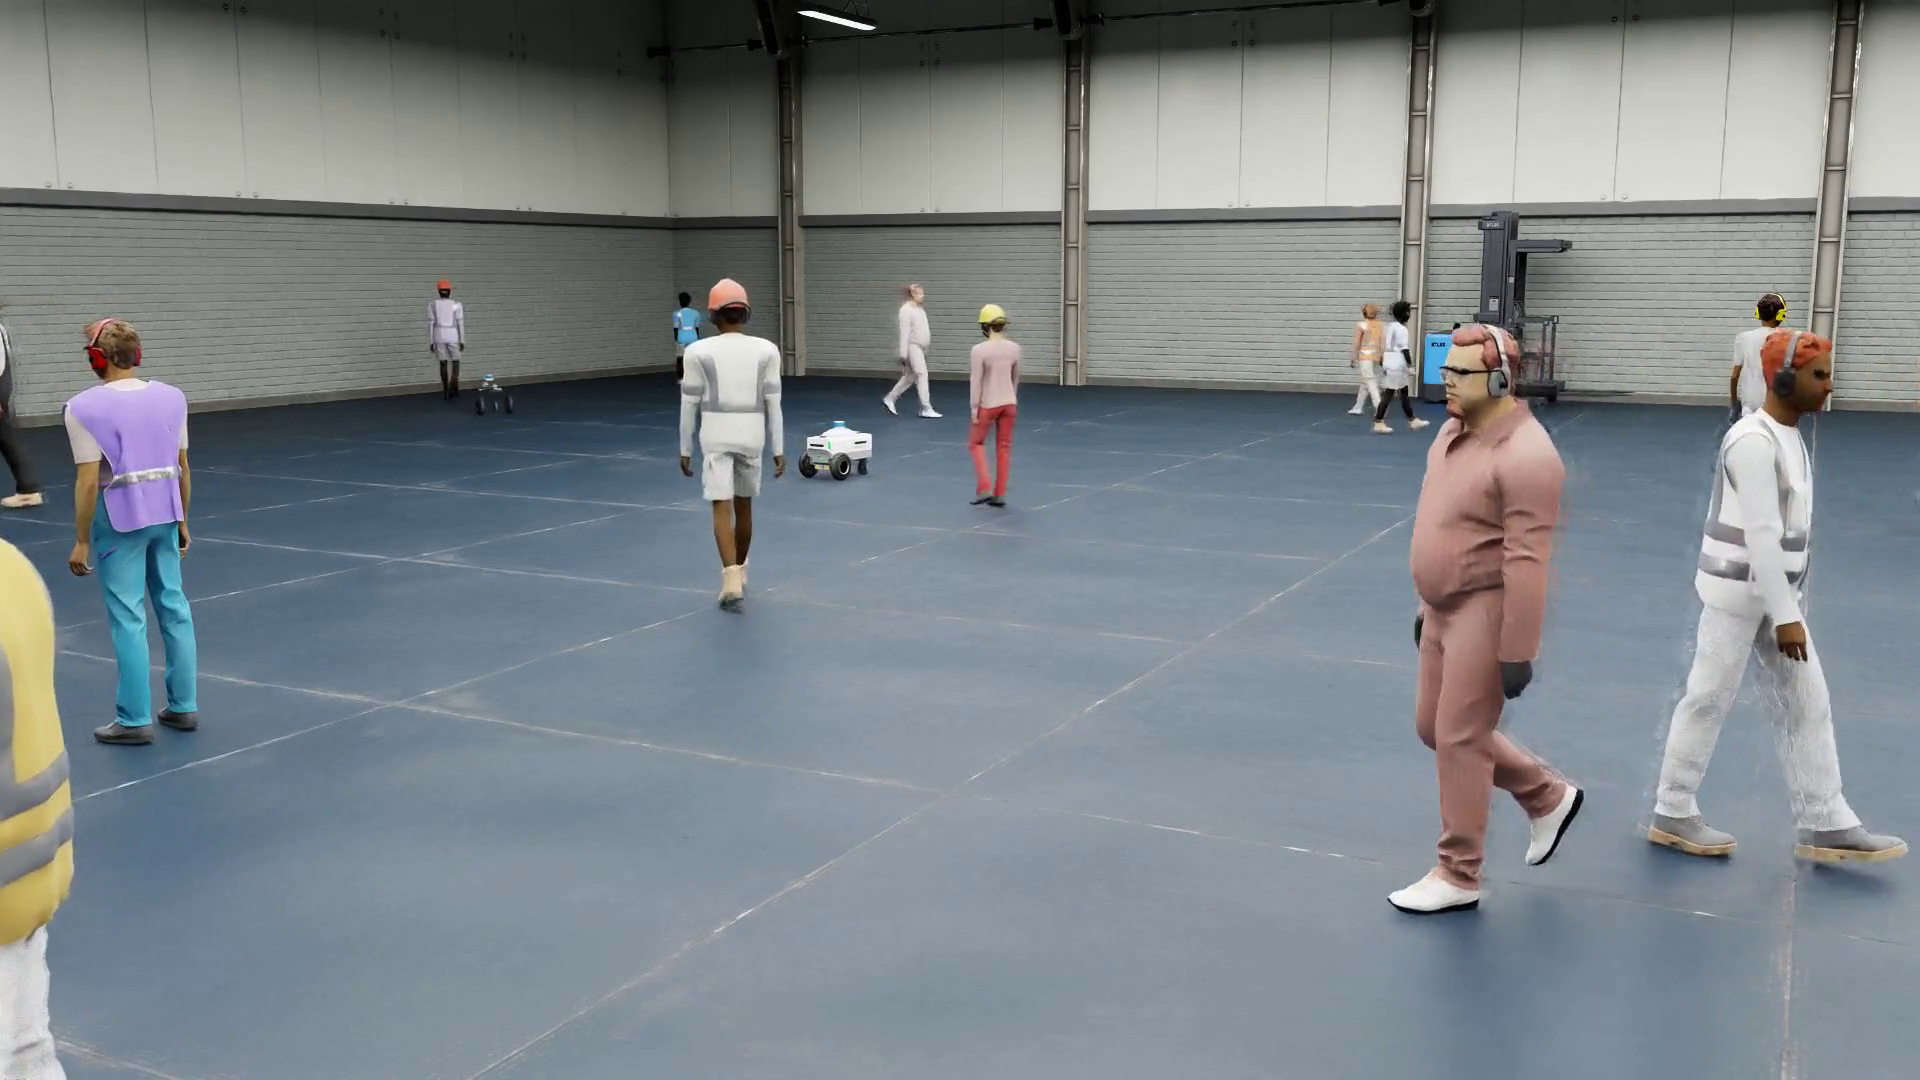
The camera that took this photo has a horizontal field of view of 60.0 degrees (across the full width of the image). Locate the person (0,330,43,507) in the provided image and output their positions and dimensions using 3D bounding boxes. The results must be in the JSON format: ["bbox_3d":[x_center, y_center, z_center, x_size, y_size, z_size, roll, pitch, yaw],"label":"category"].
[{"bbox_3d":[-8.469,-1.245,14.225,1.020,2.000,0.704,-4,10,-26],"label":"person"}]

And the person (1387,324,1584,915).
[{"bbox_3d":[1.726,0.251,5.344,0.638,1.884,0.657,-1,9,-6],"label":"person"}]

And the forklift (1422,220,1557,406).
[{"bbox_3d":[8.245,-3.527,25.720,1.873,2.768,1.129,5,10,27],"label":"forklift"}]

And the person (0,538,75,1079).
[{"bbox_3d":[-1.797,0.666,2.927,0.429,1.840,0.633,-2,10,-14],"label":"person"}]

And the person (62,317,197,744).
[{"bbox_3d":[-3.600,-0.042,7.263,0.388,1.849,0.564,5,10,27],"label":"person"}]

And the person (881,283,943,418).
[{"bbox_3d":[-0.690,-2.659,23.338,0.892,1.879,0.651,3,10,17],"label":"person"}]

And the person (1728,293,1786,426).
[{"bbox_3d":[6.548,-1.075,13.576,0.315,1.869,0.526,-9,13,-43],"label":"person"}]

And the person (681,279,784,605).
[{"bbox_3d":[-1.422,-0.618,10.361,0.624,2.007,0.946,-3,10,-20],"label":"person"}]

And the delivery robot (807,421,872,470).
[{"bbox_3d":[-1.202,-0.948,16.678,0.477,0.478,0.707,7,11,36],"label":"delivery robot"}]

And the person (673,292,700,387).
[{"bbox_3d":[-4.794,-3.530,29.312,0.534,1.676,0.760,-6,11,-31],"label":"person"}]

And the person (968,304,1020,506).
[{"bbox_3d":[0.290,-1.163,14.461,0.546,1.761,0.369,-6,11,-32],"label":"person"}]

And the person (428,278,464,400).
[{"bbox_3d":[-8.199,-3.208,26.558,0.542,1.925,0.465,-2,9,-12],"label":"person"}]

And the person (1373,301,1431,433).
[{"bbox_3d":[5.629,-2.180,21.031,0.834,1.662,0.546,0,9,1],"label":"person"}]

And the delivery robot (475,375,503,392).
[{"bbox_3d":[-6.812,-2.280,24.091,0.335,0.223,0.698,-5,11,-29],"label":"delivery robot"}]

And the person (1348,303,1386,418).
[{"bbox_3d":[5.772,-2.537,23.414,0.526,1.603,0.837,-5,11,-30],"label":"person"}]

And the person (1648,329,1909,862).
[{"bbox_3d":[2.840,0.223,5.662,0.912,1.844,0.579,9,13,43],"label":"person"}]
